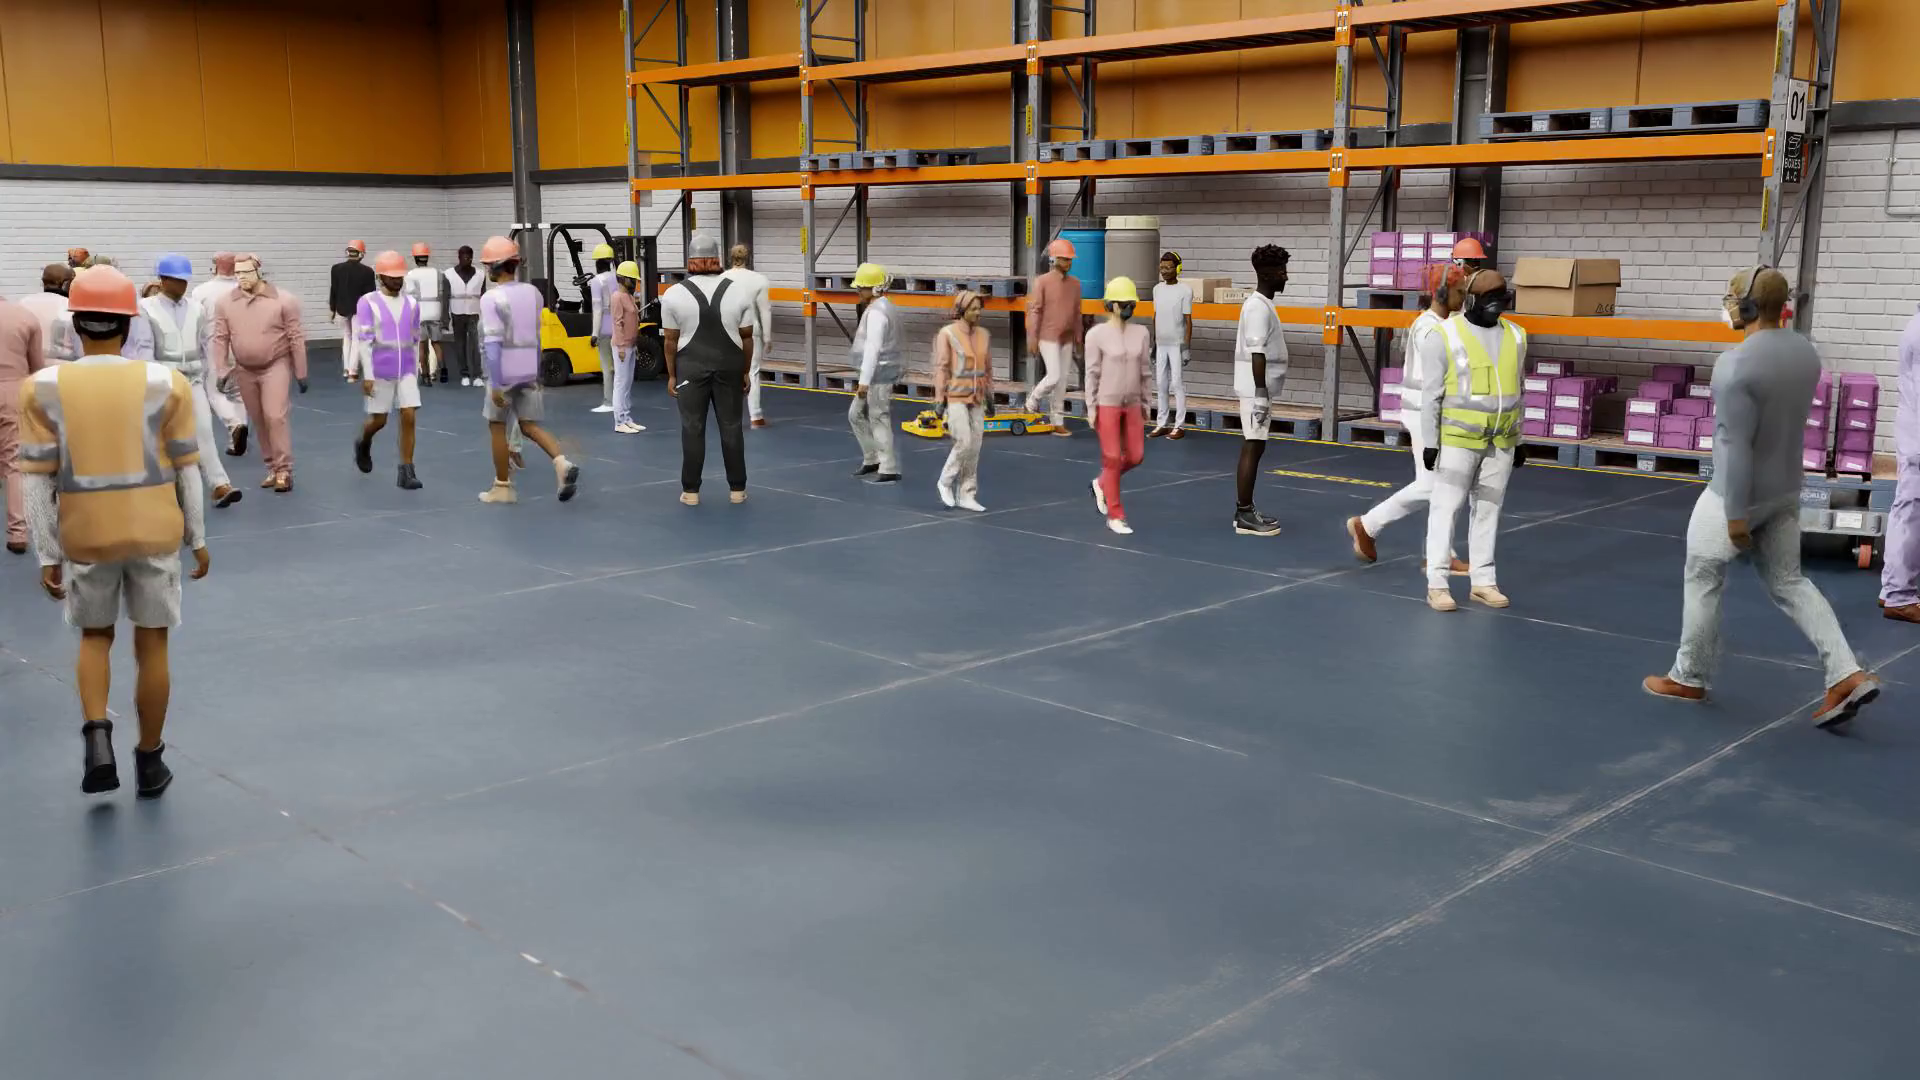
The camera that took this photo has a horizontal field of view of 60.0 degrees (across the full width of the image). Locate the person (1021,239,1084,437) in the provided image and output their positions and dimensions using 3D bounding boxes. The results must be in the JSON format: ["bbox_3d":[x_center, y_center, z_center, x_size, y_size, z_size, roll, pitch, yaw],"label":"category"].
[{"bbox_3d":[0.960,-2.022,16.722,0.630,1.979,0.536,-9,14,-42],"label":"person"}]

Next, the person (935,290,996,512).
[{"bbox_3d":[0.050,-1.004,12.121,0.534,1.622,0.369,-10,14,-44],"label":"person"}]

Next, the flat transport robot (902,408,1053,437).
[{"bbox_3d":[0.183,-1.212,16.984,1.431,0.197,0.652,-4,11,-20],"label":"flat transport robot"}]

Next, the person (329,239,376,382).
[{"bbox_3d":[-8.384,-3.177,23.072,0.631,1.960,0.654,0,10,1],"label":"person"}]

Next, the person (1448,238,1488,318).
[{"bbox_3d":[4.398,-1.642,14.622,0.388,1.996,0.612,9,14,40],"label":"person"}]

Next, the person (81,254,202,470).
[{"bbox_3d":[-6.685,-1.384,13.556,0.938,1.893,0.648,-2,11,-11],"label":"person"}]

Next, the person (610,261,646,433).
[{"bbox_3d":[-3.419,-1.980,17.117,0.325,1.760,0.523,1,10,4],"label":"person"}]

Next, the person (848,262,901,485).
[{"bbox_3d":[-0.746,-1.334,13.454,0.539,1.806,0.607,0,10,1],"label":"person"}]

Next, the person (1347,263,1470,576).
[{"bbox_3d":[2.735,-0.707,9.877,0.692,1.863,0.571,5,11,24],"label":"person"}]

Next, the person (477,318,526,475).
[{"bbox_3d":[-3.823,-1.353,14.071,0.497,1.619,0.335,-9,14,-41],"label":"person"}]

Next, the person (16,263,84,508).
[{"bbox_3d":[-6.694,-1.131,12.309,0.666,1.821,0.461,2,11,13],"label":"person"}]

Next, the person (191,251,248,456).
[{"bbox_3d":[-6.601,-1.666,15.082,0.669,1.878,0.696,-10,15,-44],"label":"person"}]

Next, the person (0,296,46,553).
[{"bbox_3d":[-6.289,-0.875,10.771,0.679,1.864,0.932,-8,13,-38],"label":"person"}]

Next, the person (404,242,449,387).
[{"bbox_3d":[-7.107,-2.994,22.178,0.559,1.927,0.524,-8,13,-37],"label":"person"}]

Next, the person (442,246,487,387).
[{"bbox_3d":[-6.595,-2.978,22.241,0.624,1.871,0.834,-5,12,-26],"label":"person"}]

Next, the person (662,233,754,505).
[{"bbox_3d":[-1.906,-1.287,12.561,0.684,2.000,0.538,-3,11,-15],"label":"person"}]

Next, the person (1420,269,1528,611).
[{"bbox_3d":[2.796,-0.535,9.009,0.639,1.841,0.429,-3,11,-15],"label":"person"}]

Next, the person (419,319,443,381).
[{"bbox_3d":[-7.476,-3.029,23.301,0.491,1.591,0.858,-3,11,-15],"label":"person"}]

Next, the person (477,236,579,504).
[{"bbox_3d":[-3.276,-1.242,12.373,0.788,2.020,0.613,6,12,29],"label":"person"}]

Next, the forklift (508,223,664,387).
[{"bbox_3d":[-5.316,-3.263,22.920,2.313,2.155,1.214,-10,14,-44],"label":"forklift"}]

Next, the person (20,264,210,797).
[{"bbox_3d":[-2.994,-0.012,5.935,0.550,1.918,0.431,-4,11,-18],"label":"person"}]

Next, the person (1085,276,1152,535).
[{"bbox_3d":[1.053,-0.932,11.425,0.537,1.750,0.573,-6,12,-28],"label":"person"}]

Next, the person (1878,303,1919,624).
[{"bbox_3d":[5.122,-0.519,8.747,0.402,1.904,0.651,5,12,26],"label":"person"}]

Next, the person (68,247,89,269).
[{"bbox_3d":[-9.888,-2.364,18.860,0.337,1.882,0.585,-1,10,-4],"label":"person"}]

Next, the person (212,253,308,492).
[{"bbox_3d":[-5.560,-1.312,13.160,0.656,1.875,0.776,0,10,2],"label":"person"}]

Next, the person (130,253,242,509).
[{"bbox_3d":[-5.746,-1.154,12.250,1.020,1.880,0.598,8,13,37],"label":"person"}]

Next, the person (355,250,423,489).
[{"bbox_3d":[-4.627,-1.376,13.423,0.556,1.907,0.818,-10,14,-43],"label":"person"}]

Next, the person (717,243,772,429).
[{"bbox_3d":[-2.283,-2.121,17.408,0.655,1.933,0.367,1,10,6],"label":"person"}]

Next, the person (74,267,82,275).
[{"bbox_3d":[-7.660,-1.511,14.590,0.549,1.740,0.595,5,11,25],"label":"person"}]

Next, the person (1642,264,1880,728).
[{"bbox_3d":[3.368,-0.180,6.889,0.622,1.912,0.924,-6,12,-28],"label":"person"}]

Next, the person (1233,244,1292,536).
[{"bbox_3d":[2.047,-1.023,11.326,0.363,1.963,0.612,2,11,9],"label":"person"}]

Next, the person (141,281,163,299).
[{"bbox_3d":[-7.457,-1.598,15.424,0.516,1.609,0.667,-7,13,-35],"label":"person"}]

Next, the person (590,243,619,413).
[{"bbox_3d":[-4.037,-2.422,19.063,0.382,1.923,0.594,5,11,25],"label":"person"}]

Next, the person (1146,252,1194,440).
[{"bbox_3d":[2.084,-1.929,16.571,0.333,1.860,0.509,-10,14,-42],"label":"person"}]
